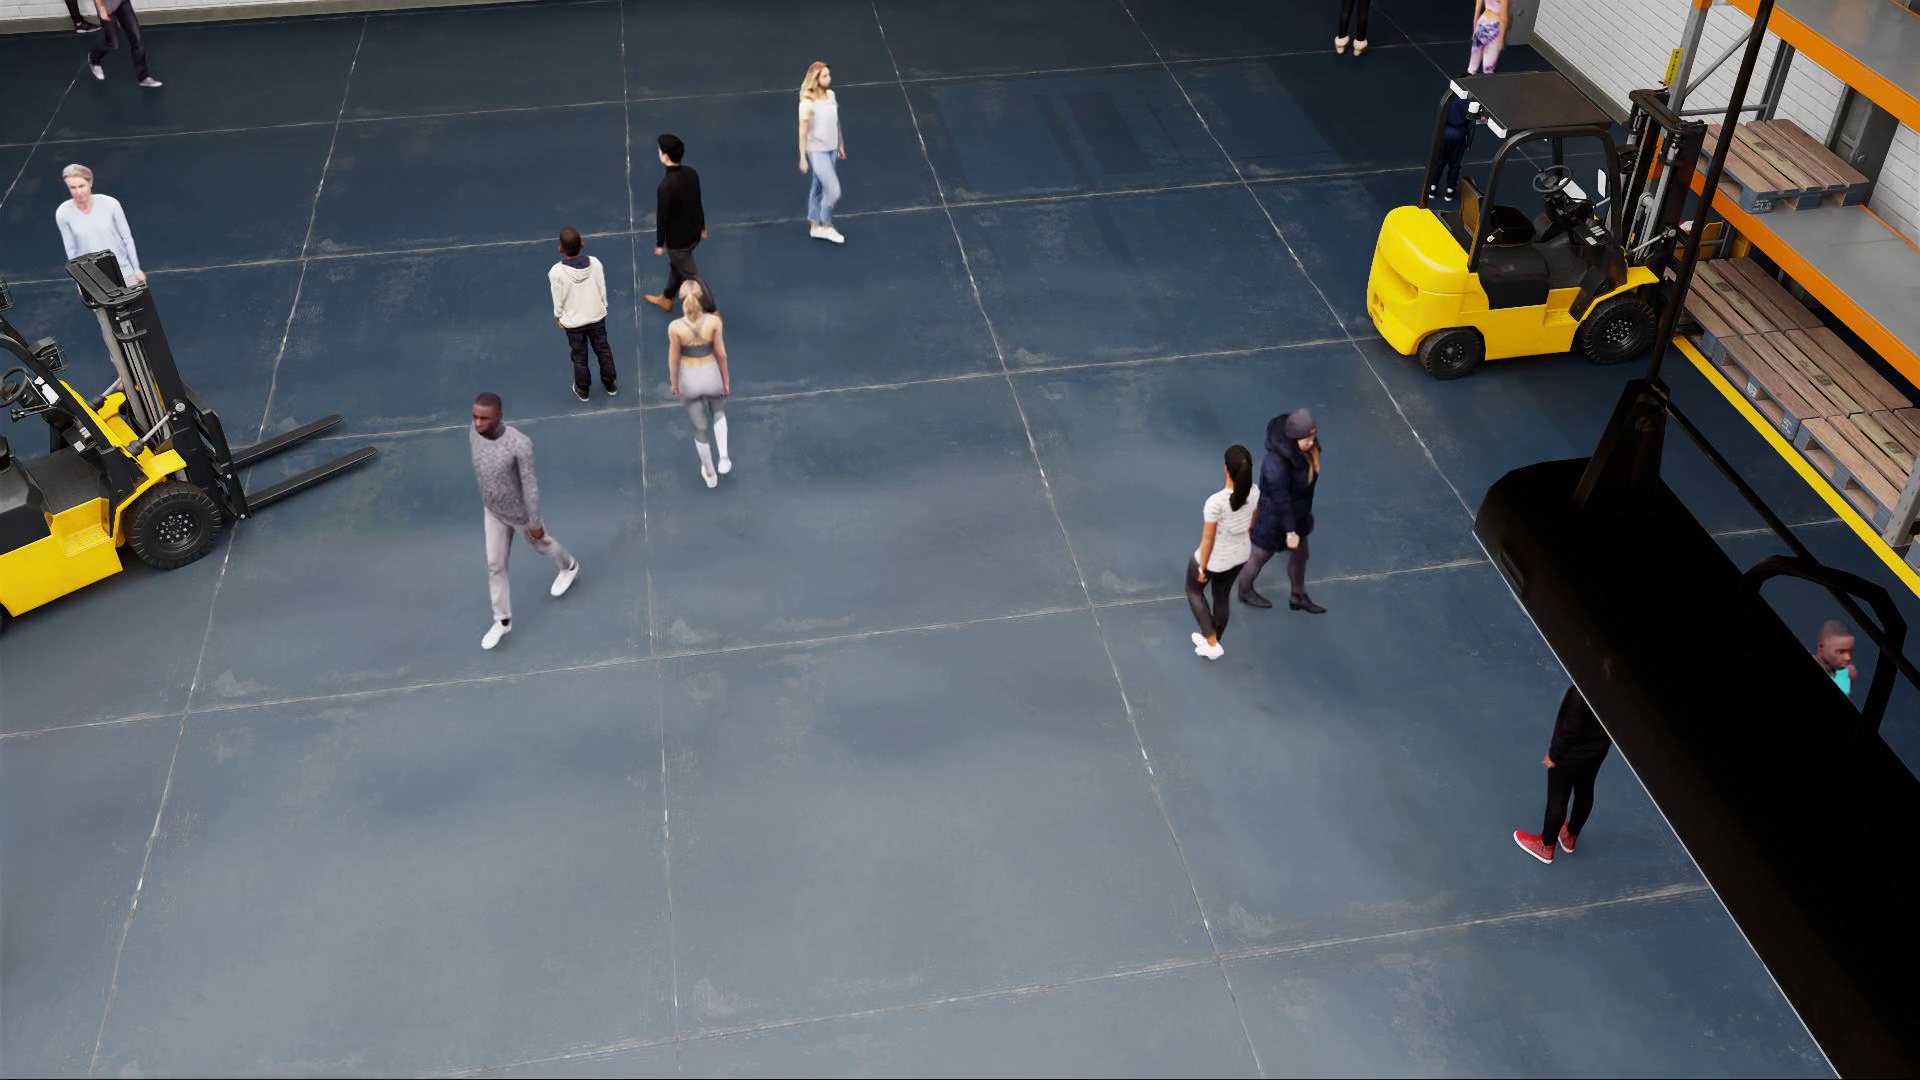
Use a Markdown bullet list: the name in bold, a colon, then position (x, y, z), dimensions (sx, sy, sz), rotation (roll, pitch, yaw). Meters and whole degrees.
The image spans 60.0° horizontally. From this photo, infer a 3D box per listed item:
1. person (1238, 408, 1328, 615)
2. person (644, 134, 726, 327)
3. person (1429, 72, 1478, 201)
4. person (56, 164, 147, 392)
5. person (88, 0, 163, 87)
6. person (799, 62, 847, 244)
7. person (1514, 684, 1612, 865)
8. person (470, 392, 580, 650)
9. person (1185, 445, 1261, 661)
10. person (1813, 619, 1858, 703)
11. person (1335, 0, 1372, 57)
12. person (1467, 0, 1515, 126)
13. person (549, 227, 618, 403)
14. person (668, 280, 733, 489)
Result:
- **person**: position (2.027, -0.200, 10.950), dimensions (0.982, 1.658, 0.920), rotation (24, 44, 27)
- **person**: position (-2.259, -2.519, 13.835), dimensions (1.082, 1.682, 1.115), rotation (15, 41, 18)
- **person**: position (4.699, -3.851, 15.843), dimensions (0.579, 1.257, 0.609), rotation (13, 41, 16)
- **person**: position (-6.714, -2.090, 13.128), dimensions (0.716, 1.894, 0.682), rotation (-17, 42, -21)
- **person**: position (-9.132, -5.732, 17.751), dimensions (1.090, 1.815, 1.127), rotation (14, 41, 17)
- **person**: position (-1.327, -3.517, 15.060), dimensions (0.853, 1.712, 0.786), rotation (19, 43, 23)
- **person**: position (3.466, 1.145, 9.253), dimensions (0.652, 1.675, 0.620), rotation (-17, 41, -20)
- **person**: position (-2.850, -0.239, 10.890), dimensions (1.122, 1.793, 1.295), rotation (16, 41, 19)
- **person**: position (1.716, 0.152, 10.530), dimensions (0.670, 1.633, 0.713), rotation (-20, 43, -23)
- **person**: position (4.538, 1.080, 9.253), dimensions (0.685, 1.776, 1.114), rotation (-9, 39, -11)
- **person**: position (4.447, -6.248, 18.523), dimensions (0.682, 1.658, 0.701), rotation (13, 41, 16)
- **person**: position (5.430, -5.178, 17.096), dimensions (0.727, 1.768, 0.584), rotation (-20, 43, -23)
- **person**: position (-2.958, -1.767, 13.078), dimensions (0.621, 1.451, 0.570), rotation (-16, 41, -19)
- **person**: position (-1.860, -1.081, 12.026), dimensions (0.601, 1.693, 0.609), rotation (-12, 40, -15)
